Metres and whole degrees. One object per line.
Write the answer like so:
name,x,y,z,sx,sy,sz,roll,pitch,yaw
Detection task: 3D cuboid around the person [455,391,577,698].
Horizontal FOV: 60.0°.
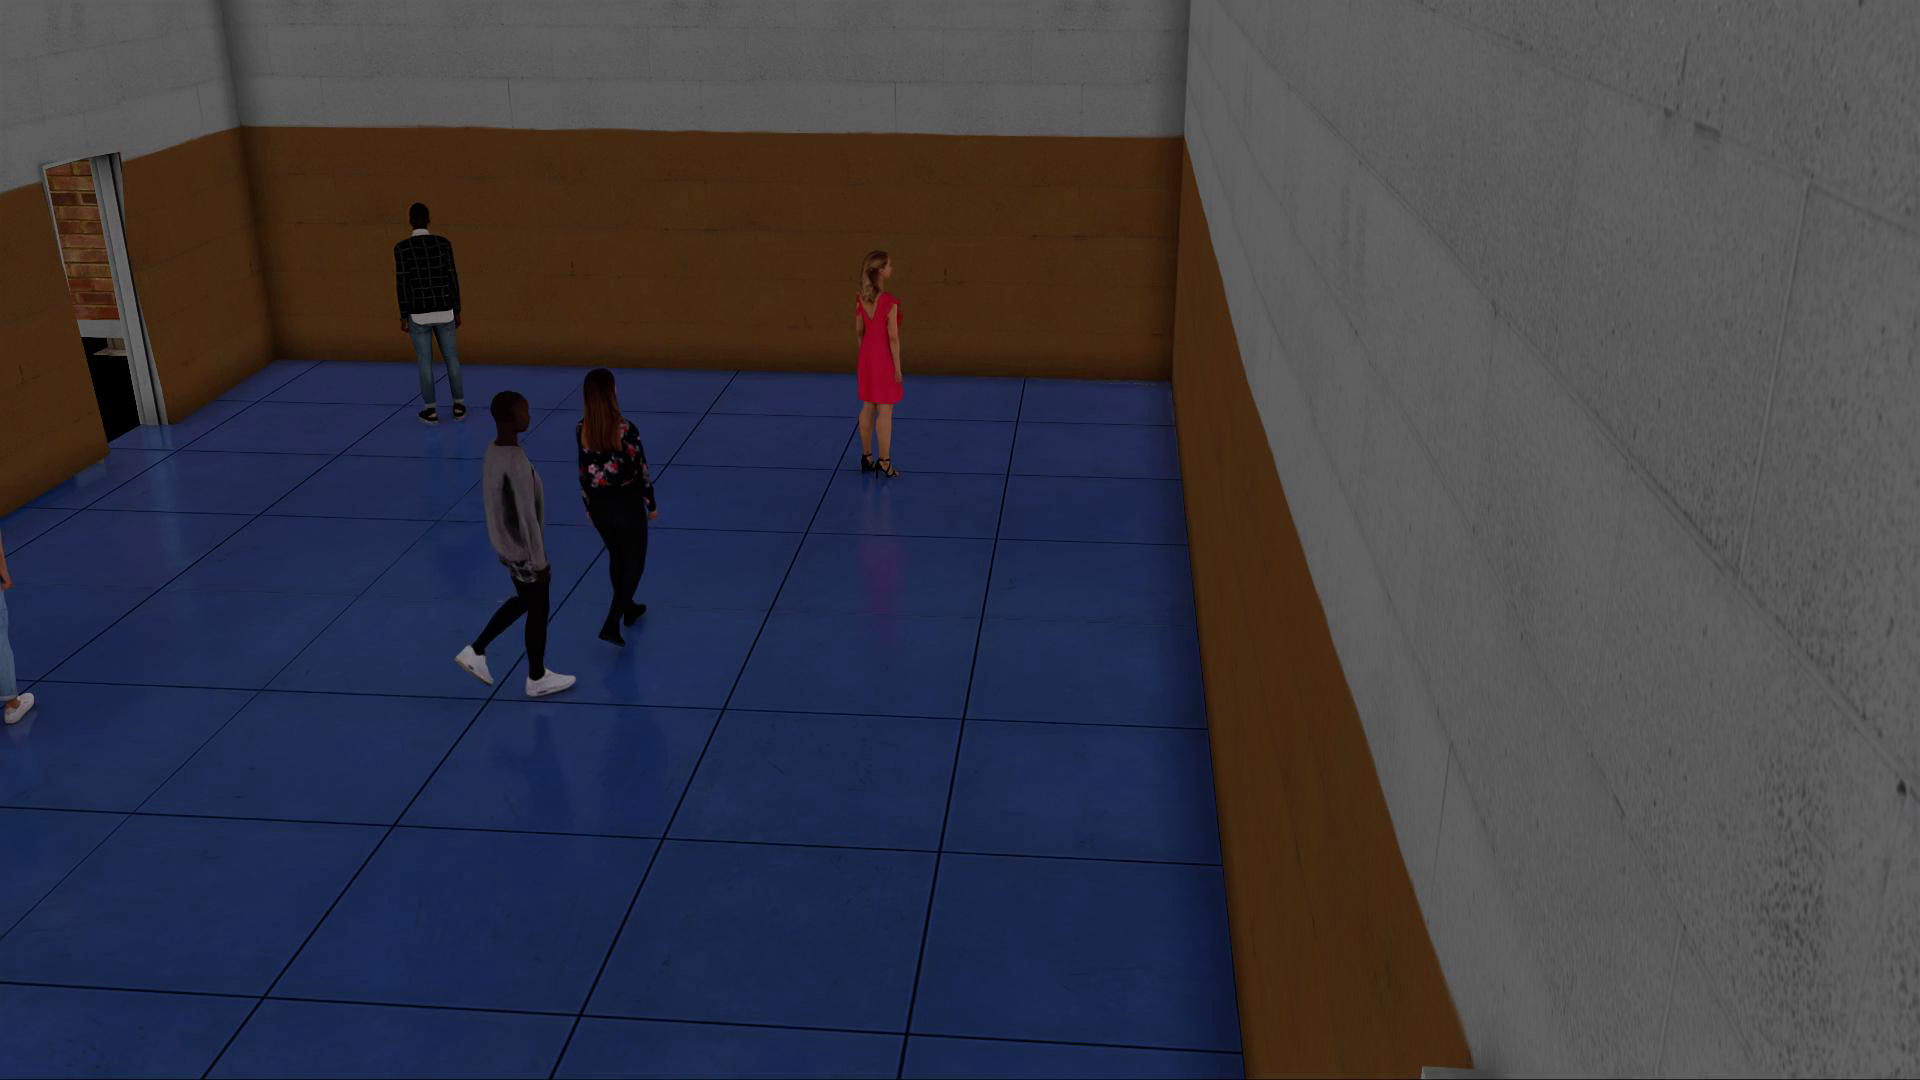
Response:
person,-2.480,0.068,9.013,0.992,1.759,0.889,-12,25,-28

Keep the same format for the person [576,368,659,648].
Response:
person,-2.017,-0.164,9.717,0.940,1.664,0.817,8,23,20

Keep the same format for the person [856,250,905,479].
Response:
person,-0.624,-1.327,12.527,0.726,1.727,0.656,-20,29,-40

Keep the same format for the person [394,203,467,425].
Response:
person,-4.384,-1.882,13.782,0.704,1.821,0.804,-12,25,-28

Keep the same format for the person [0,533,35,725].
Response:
person,-5.271,0.179,8.764,0.626,1.722,0.766,-8,23,-18
